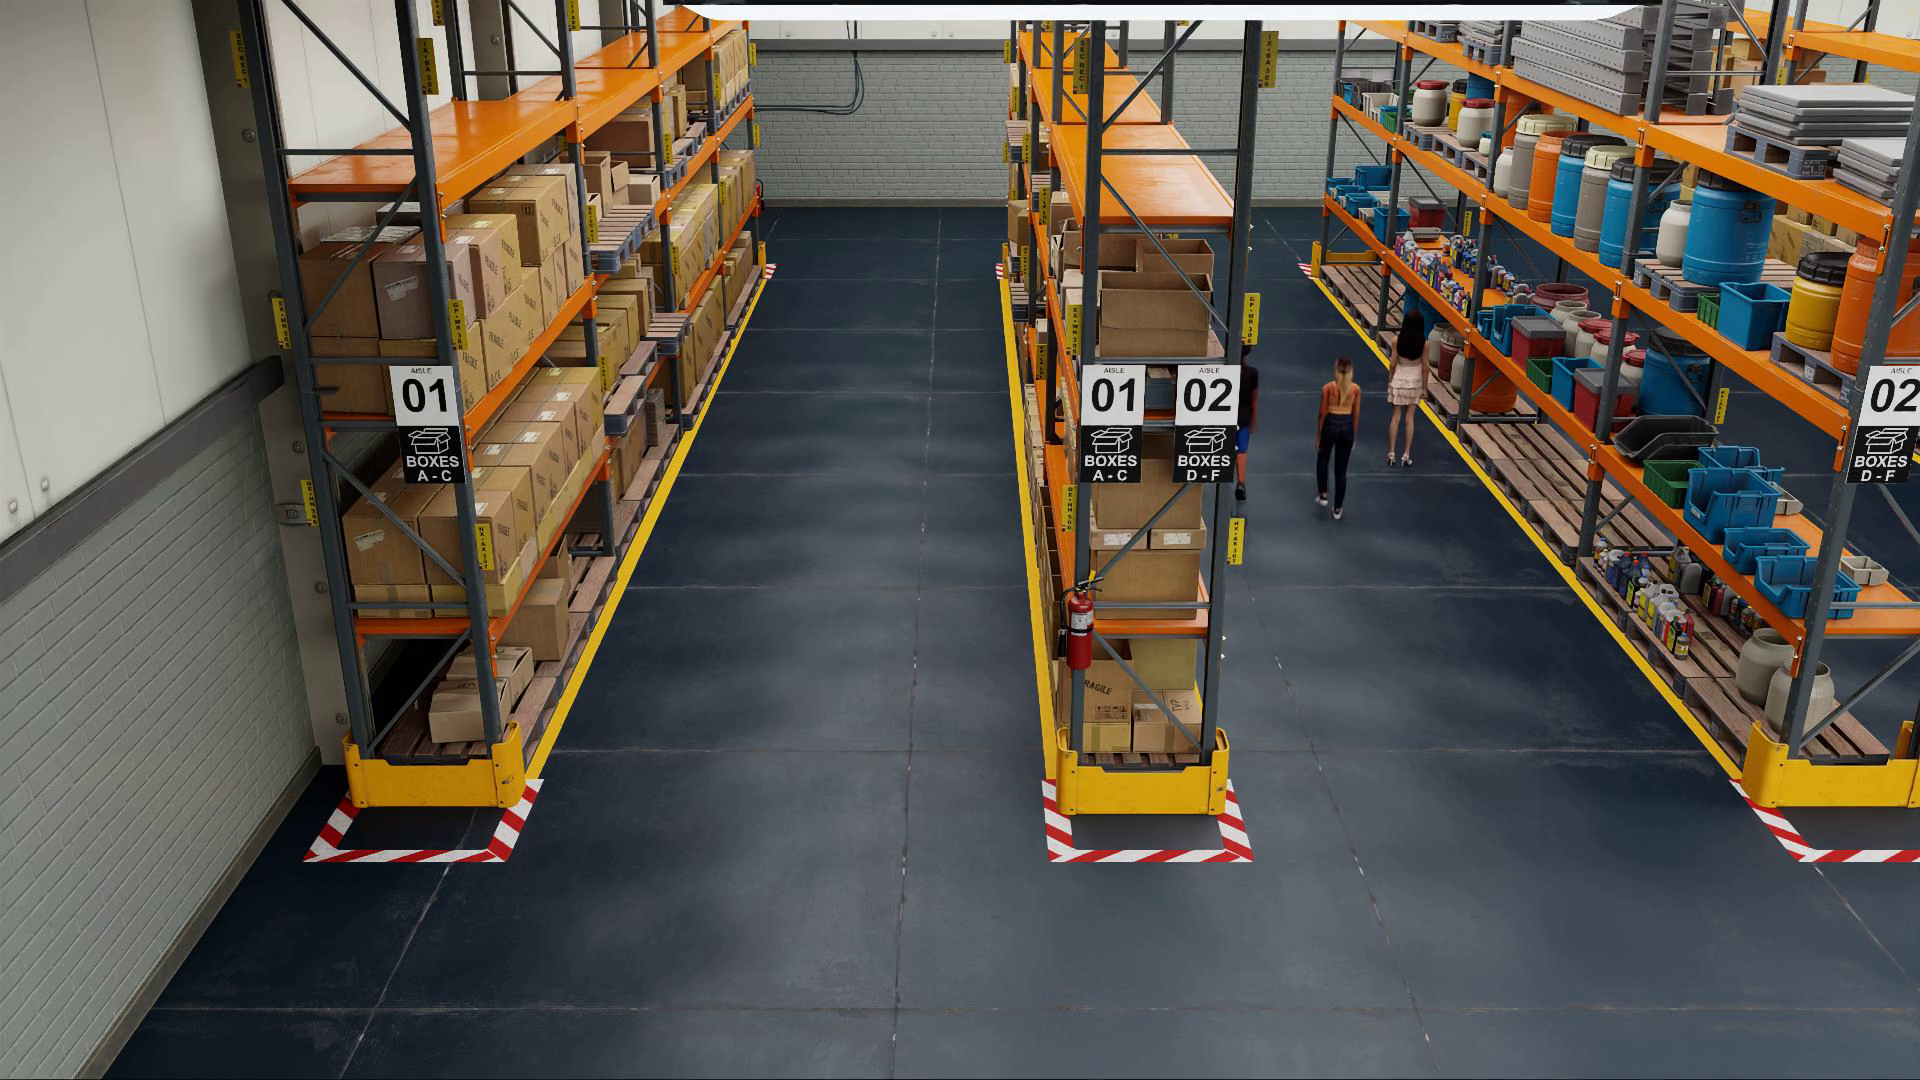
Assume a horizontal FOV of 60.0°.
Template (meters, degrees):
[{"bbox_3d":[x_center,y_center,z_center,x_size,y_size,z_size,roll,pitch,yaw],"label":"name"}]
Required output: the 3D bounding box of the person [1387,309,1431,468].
[{"bbox_3d":[4.801,-1.639,17.908,0.651,1.736,0.641,9,24,20],"label":"person"}]

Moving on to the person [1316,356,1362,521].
[{"bbox_3d":[3.754,-1.003,16.535,0.571,1.597,0.724,0,22,-1],"label":"person"}]
